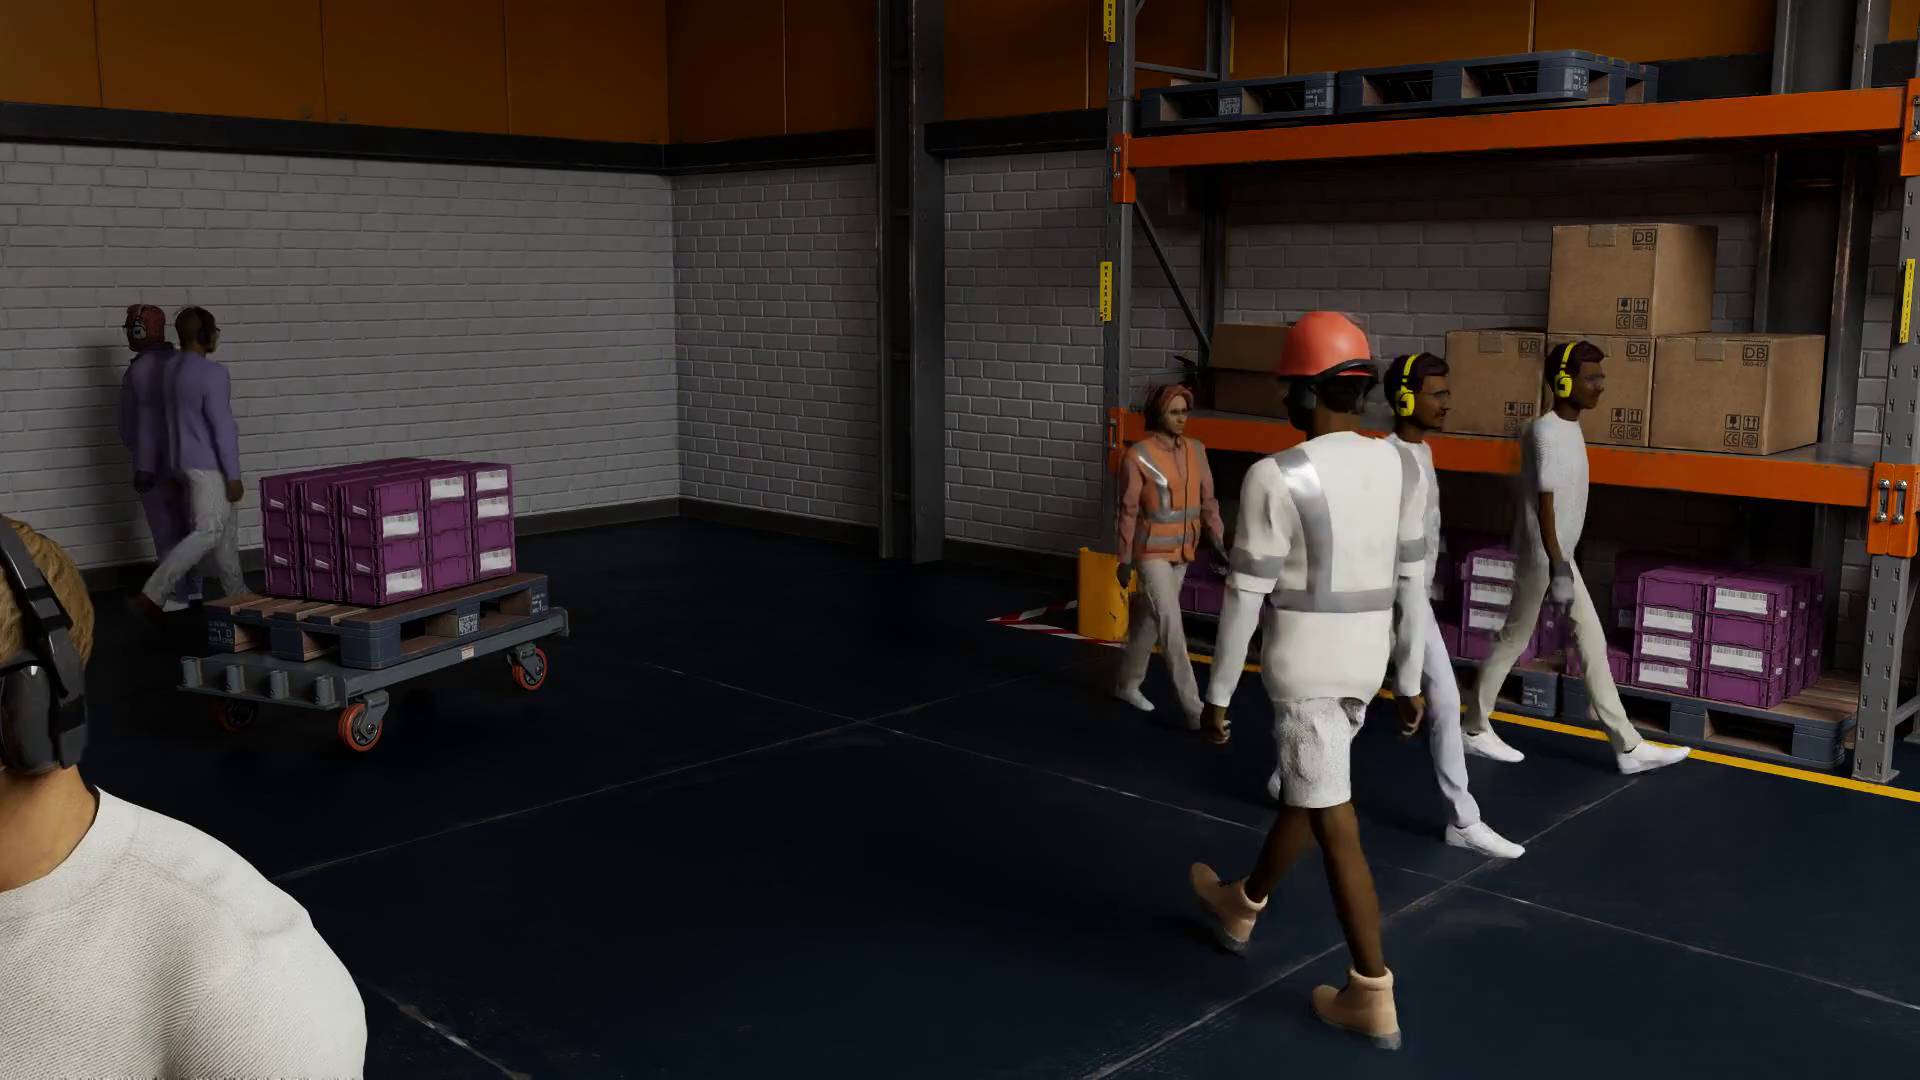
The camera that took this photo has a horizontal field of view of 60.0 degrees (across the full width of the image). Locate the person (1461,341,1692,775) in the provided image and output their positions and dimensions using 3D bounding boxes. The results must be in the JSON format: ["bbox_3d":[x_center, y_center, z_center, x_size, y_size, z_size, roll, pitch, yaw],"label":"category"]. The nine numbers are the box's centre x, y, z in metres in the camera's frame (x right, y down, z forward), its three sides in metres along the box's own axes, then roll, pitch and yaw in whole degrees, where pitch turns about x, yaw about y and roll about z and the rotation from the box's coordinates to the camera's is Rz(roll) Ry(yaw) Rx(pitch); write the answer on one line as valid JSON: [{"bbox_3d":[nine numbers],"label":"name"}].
[{"bbox_3d":[2.543,0.092,6.926,0.981,1.814,0.542,7,12,37],"label":"person"}]

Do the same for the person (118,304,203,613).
[{"bbox_3d":[-4.966,-0.499,10.284,0.402,1.906,0.652,-1,9,-6],"label":"person"}]

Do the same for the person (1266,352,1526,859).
[{"bbox_3d":[1.591,0.219,6.149,0.997,1.827,0.527,8,12,39],"label":"person"}]

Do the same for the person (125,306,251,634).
[{"bbox_3d":[-4.495,-0.414,9.746,0.634,1.912,0.919,7,12,38],"label":"person"}]

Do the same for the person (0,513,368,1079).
[{"bbox_3d":[-0.817,0.919,1.490,0.629,1.940,0.373,2,10,15],"label":"person"}]

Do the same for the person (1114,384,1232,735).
[{"bbox_3d":[0.981,0.076,7.719,0.514,1.593,0.865,-8,12,-41],"label":"person"}]

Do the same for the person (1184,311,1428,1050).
[{"bbox_3d":[0.951,0.356,4.766,0.634,1.991,1.012,-6,11,-32],"label":"person"}]
